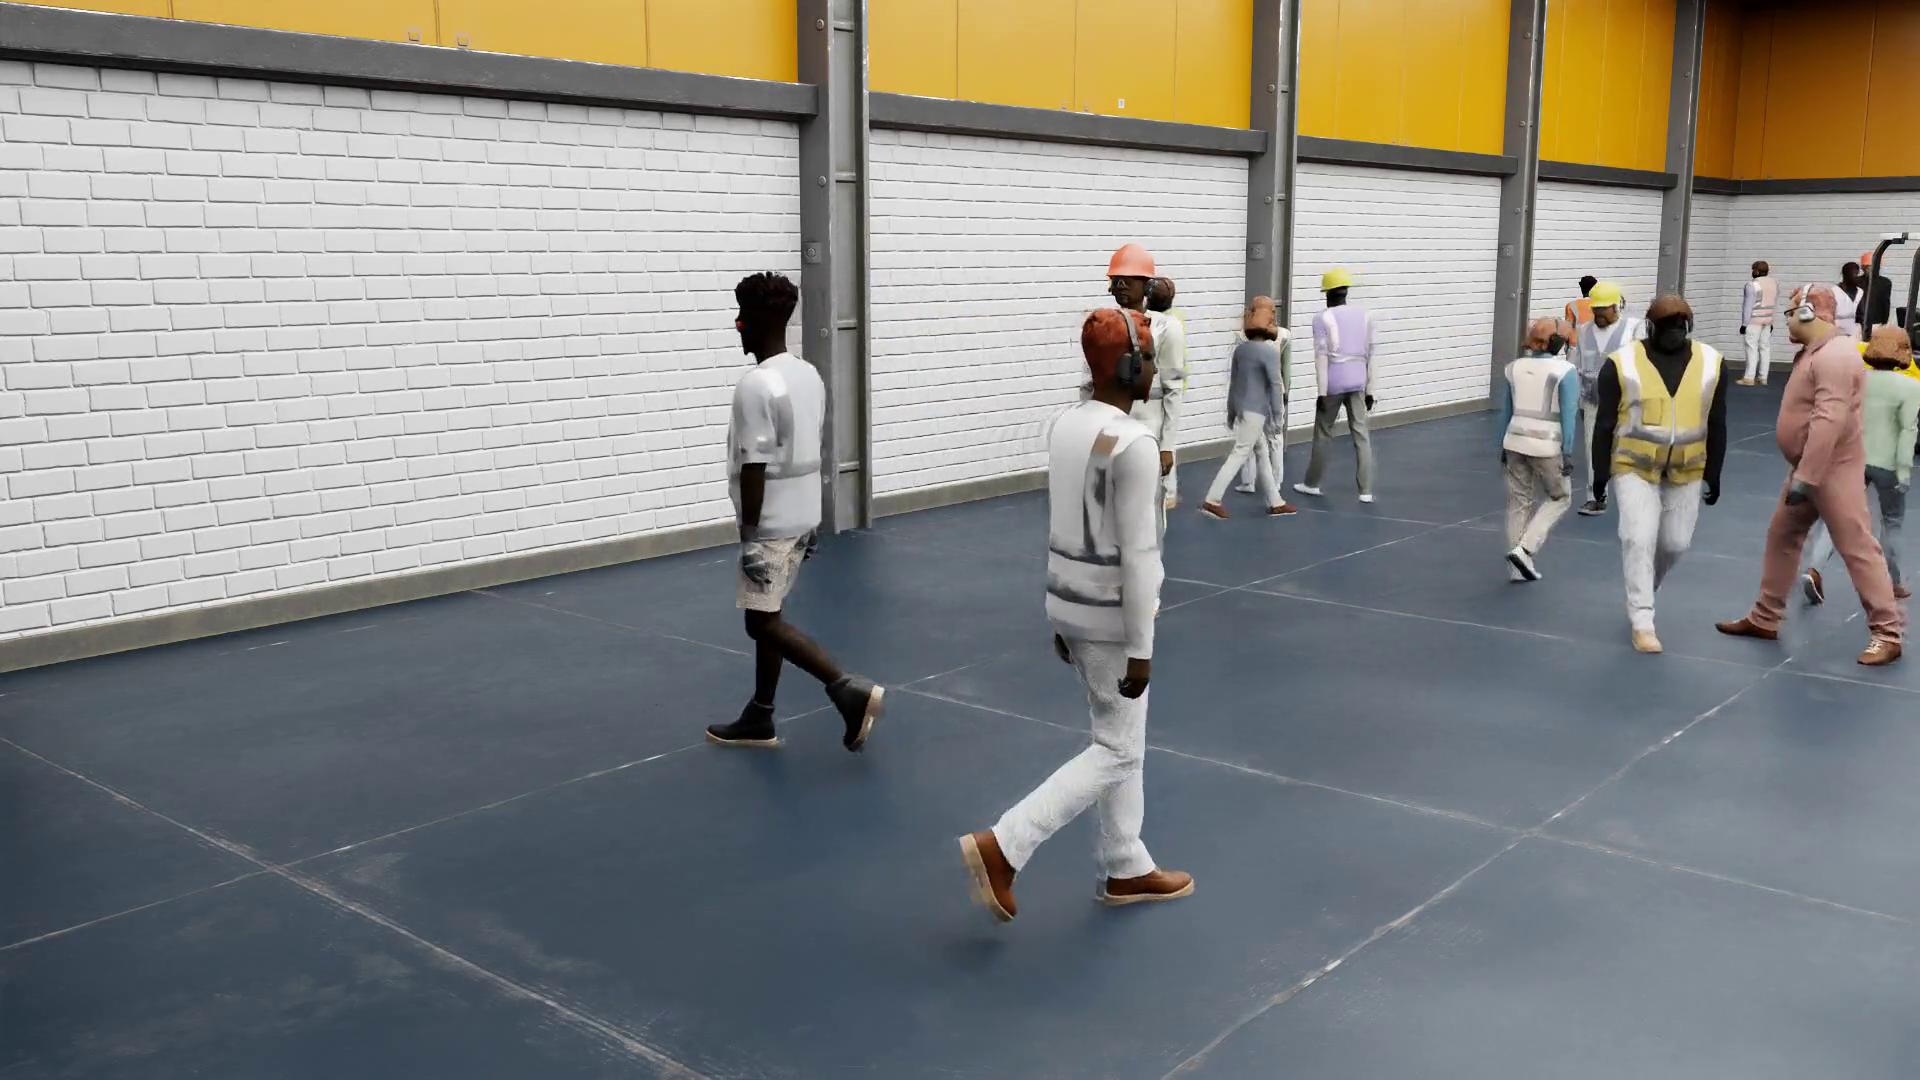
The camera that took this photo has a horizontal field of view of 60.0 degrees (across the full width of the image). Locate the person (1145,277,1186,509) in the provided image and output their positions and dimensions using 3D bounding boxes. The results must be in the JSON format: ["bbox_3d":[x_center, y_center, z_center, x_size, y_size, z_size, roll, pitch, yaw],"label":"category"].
[{"bbox_3d":[1.526,-1.127,12.916,0.433,1.813,0.714,0,10,0],"label":"person"}]

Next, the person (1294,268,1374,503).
[{"bbox_3d":[3.097,-1.253,13.464,0.606,1.870,0.858,-4,11,-20],"label":"person"}]

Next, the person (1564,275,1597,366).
[{"bbox_3d":[7.724,-2.413,20.546,0.532,1.694,0.320,3,10,15],"label":"person"}]

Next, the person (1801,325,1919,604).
[{"bbox_3d":[5.160,-0.423,9.484,0.786,1.606,0.505,-6,12,-30],"label":"person"}]

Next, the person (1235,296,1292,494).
[{"bbox_3d":[2.498,-1.194,13.752,0.511,1.638,0.308,-2,10,-14],"label":"person"}]

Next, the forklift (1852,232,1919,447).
[{"bbox_3d":[9.955,-1.972,16.595,2.313,2.155,1.214,1,10,8],"label":"forklift"}]

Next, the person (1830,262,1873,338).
[{"bbox_3d":[11.178,-2.591,21.112,0.593,1.852,1.065,-6,11,-30],"label":"person"}]

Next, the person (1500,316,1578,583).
[{"bbox_3d":[3.467,-0.533,9.993,0.372,1.622,0.540,-7,12,-33],"label":"person"}]

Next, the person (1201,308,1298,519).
[{"bbox_3d":[2.179,-0.943,12.471,0.836,1.586,0.523,-4,11,-22],"label":"person"}]

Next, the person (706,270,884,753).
[{"bbox_3d":[-0.665,-0.085,6.569,0.766,1.944,0.611,4,11,19],"label":"person"}]

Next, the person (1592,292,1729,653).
[{"bbox_3d":[3.565,-0.368,8.545,0.632,1.814,0.733,1,10,7],"label":"person"}]

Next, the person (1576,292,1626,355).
[{"bbox_3d":[5.857,-1.433,15.065,0.544,1.639,0.916,8,13,38],"label":"person"}]

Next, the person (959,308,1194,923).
[{"bbox_3d":[0.363,0.244,4.947,0.760,1.859,0.583,-4,11,-21],"label":"person"}]

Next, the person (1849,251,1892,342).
[{"bbox_3d":[12.948,-3.125,23.792,0.614,1.980,0.423,8,13,39],"label":"person"}]

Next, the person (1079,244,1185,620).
[{"bbox_3d":[0.906,-0.567,9.016,0.608,2.048,0.365,6,12,33],"label":"person"}]

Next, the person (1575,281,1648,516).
[{"bbox_3d":[5.035,-1.089,12.748,0.813,1.790,0.645,-10,14,-44],"label":"person"}]

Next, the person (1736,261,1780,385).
[{"bbox_3d":[11.822,-3.214,24.679,0.634,1.839,0.429,-4,11,-22],"label":"person"}]

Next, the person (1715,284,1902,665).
[{"bbox_3d":[4.342,-0.340,8.321,0.820,1.865,0.664,3,10,16],"label":"person"}]
